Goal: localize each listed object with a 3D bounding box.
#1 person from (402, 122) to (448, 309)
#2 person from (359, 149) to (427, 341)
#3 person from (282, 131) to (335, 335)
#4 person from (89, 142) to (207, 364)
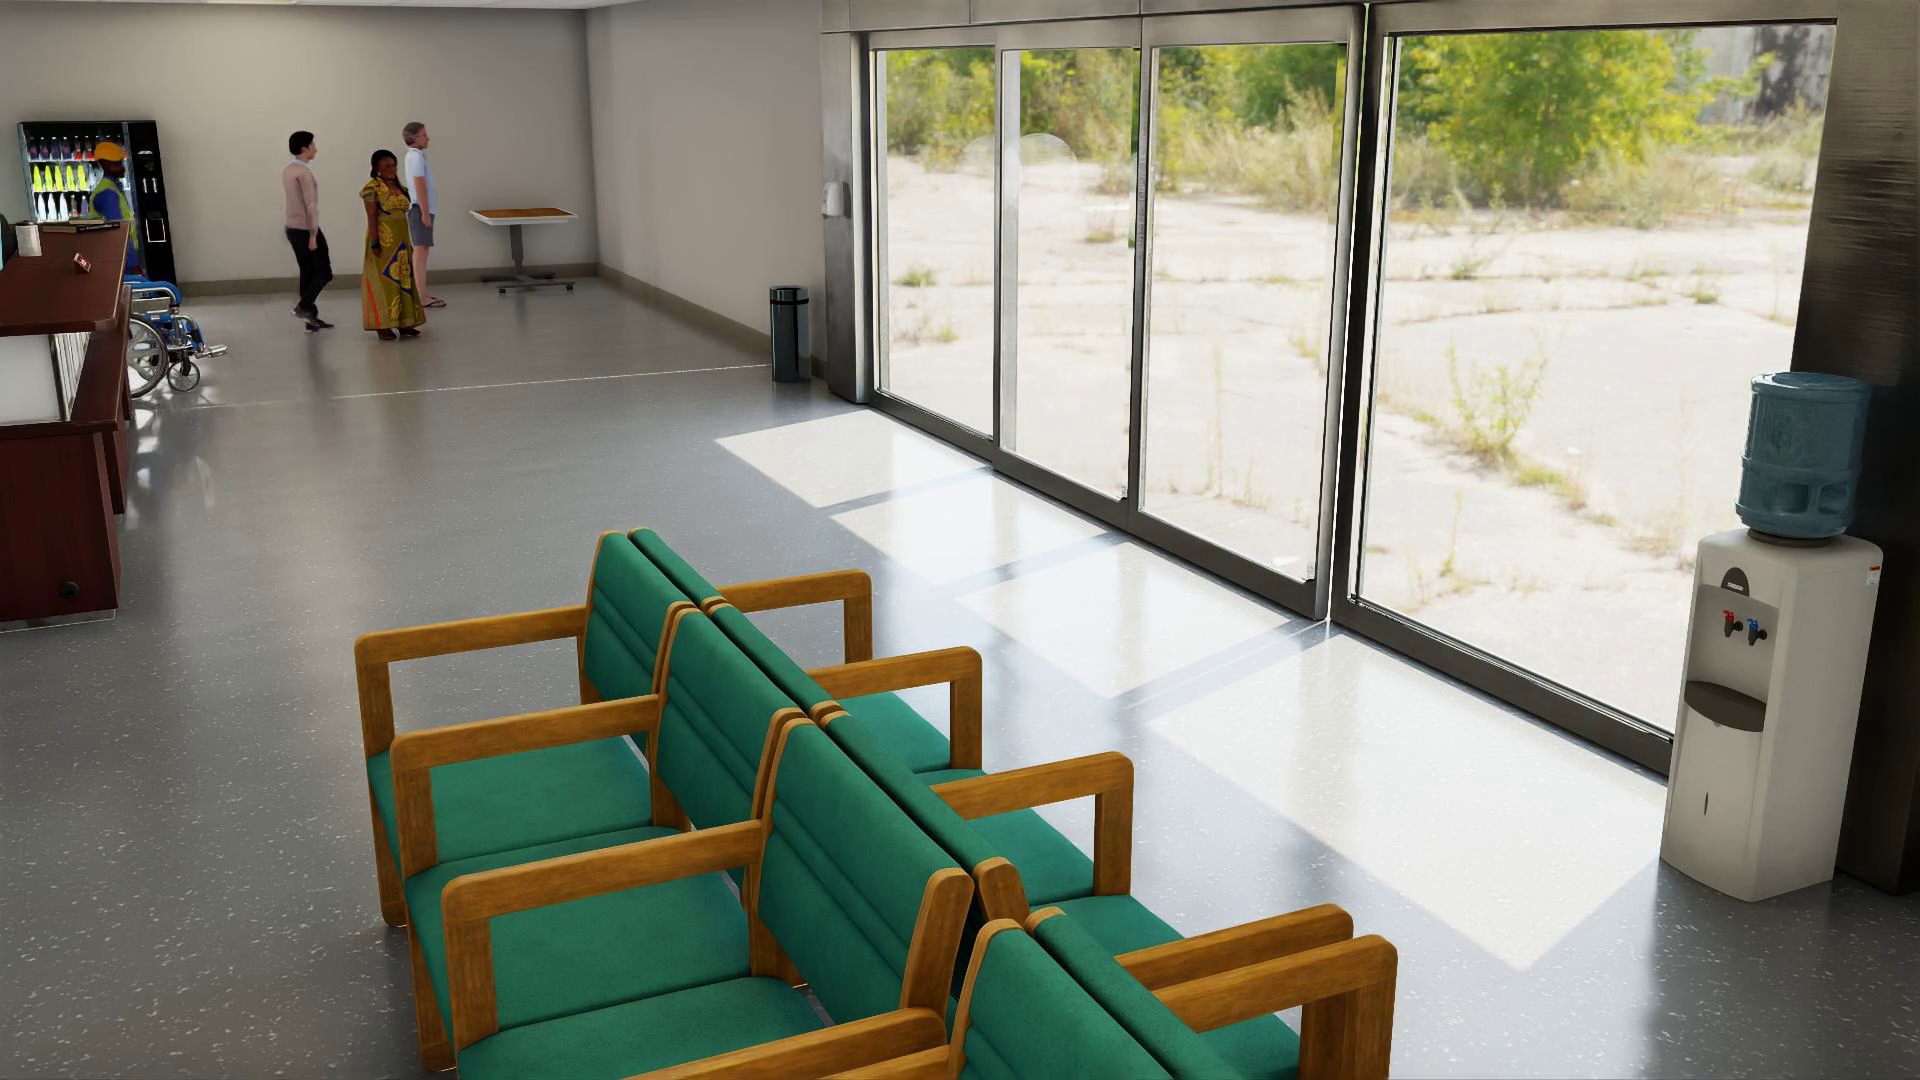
[{"bbox_3d":[-5.477,-3.302,16.868,0.596,1.831,0.672,-5,16,-17],"label":"person"},{"bbox_3d":[-5.092,-2.648,14.861,1.057,1.660,0.986,7,17,22],"label":"person"},{"bbox_3d":[-5.980,-2.759,15.010,0.756,1.794,0.811,14,21,41],"label":"person"},{"bbox_3d":[-6.663,-2.172,13.001,1.176,1.753,0.791,-6,17,-20],"label":"person"}]
